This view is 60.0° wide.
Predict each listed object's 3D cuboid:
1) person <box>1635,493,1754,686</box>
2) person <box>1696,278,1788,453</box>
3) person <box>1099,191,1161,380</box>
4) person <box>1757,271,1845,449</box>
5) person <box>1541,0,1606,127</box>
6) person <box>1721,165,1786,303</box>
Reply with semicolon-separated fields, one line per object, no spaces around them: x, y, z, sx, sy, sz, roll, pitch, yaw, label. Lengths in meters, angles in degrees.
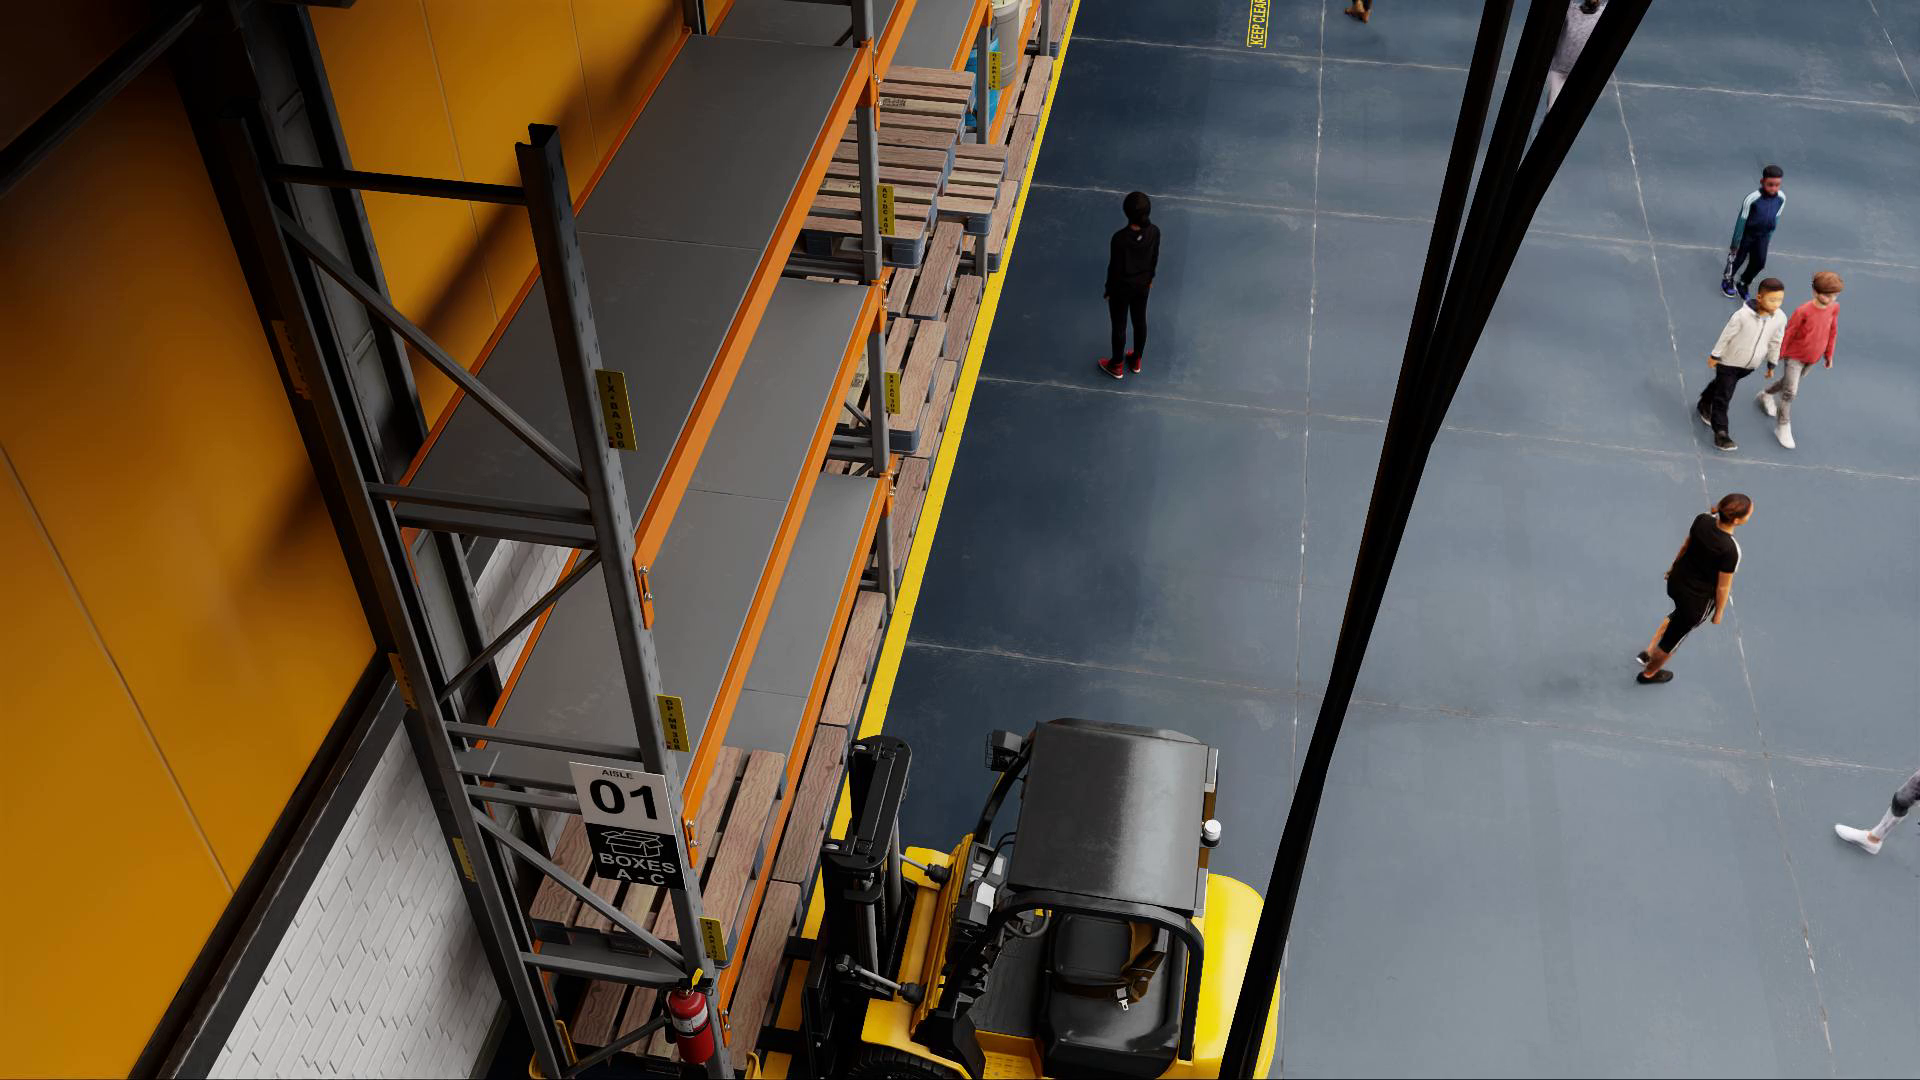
4.616;0.337;10.655;0.755;1.659;0.638;-8;44;-8;person
5.899;-1.428;12.676;0.799;1.428;0.997;-6;44;-6;person
1.345;-2.015;13.112;0.685;1.675;0.710;-17;46;-18;person
6.434;-1.471;12.744;0.738;1.395;0.930;-10;45;-10;person
5.690;-4.403;15.513;0.704;1.821;0.788;7;44;7;person
6.693;-2.634;14.075;0.561;1.242;0.580;-1;44;-1;person
